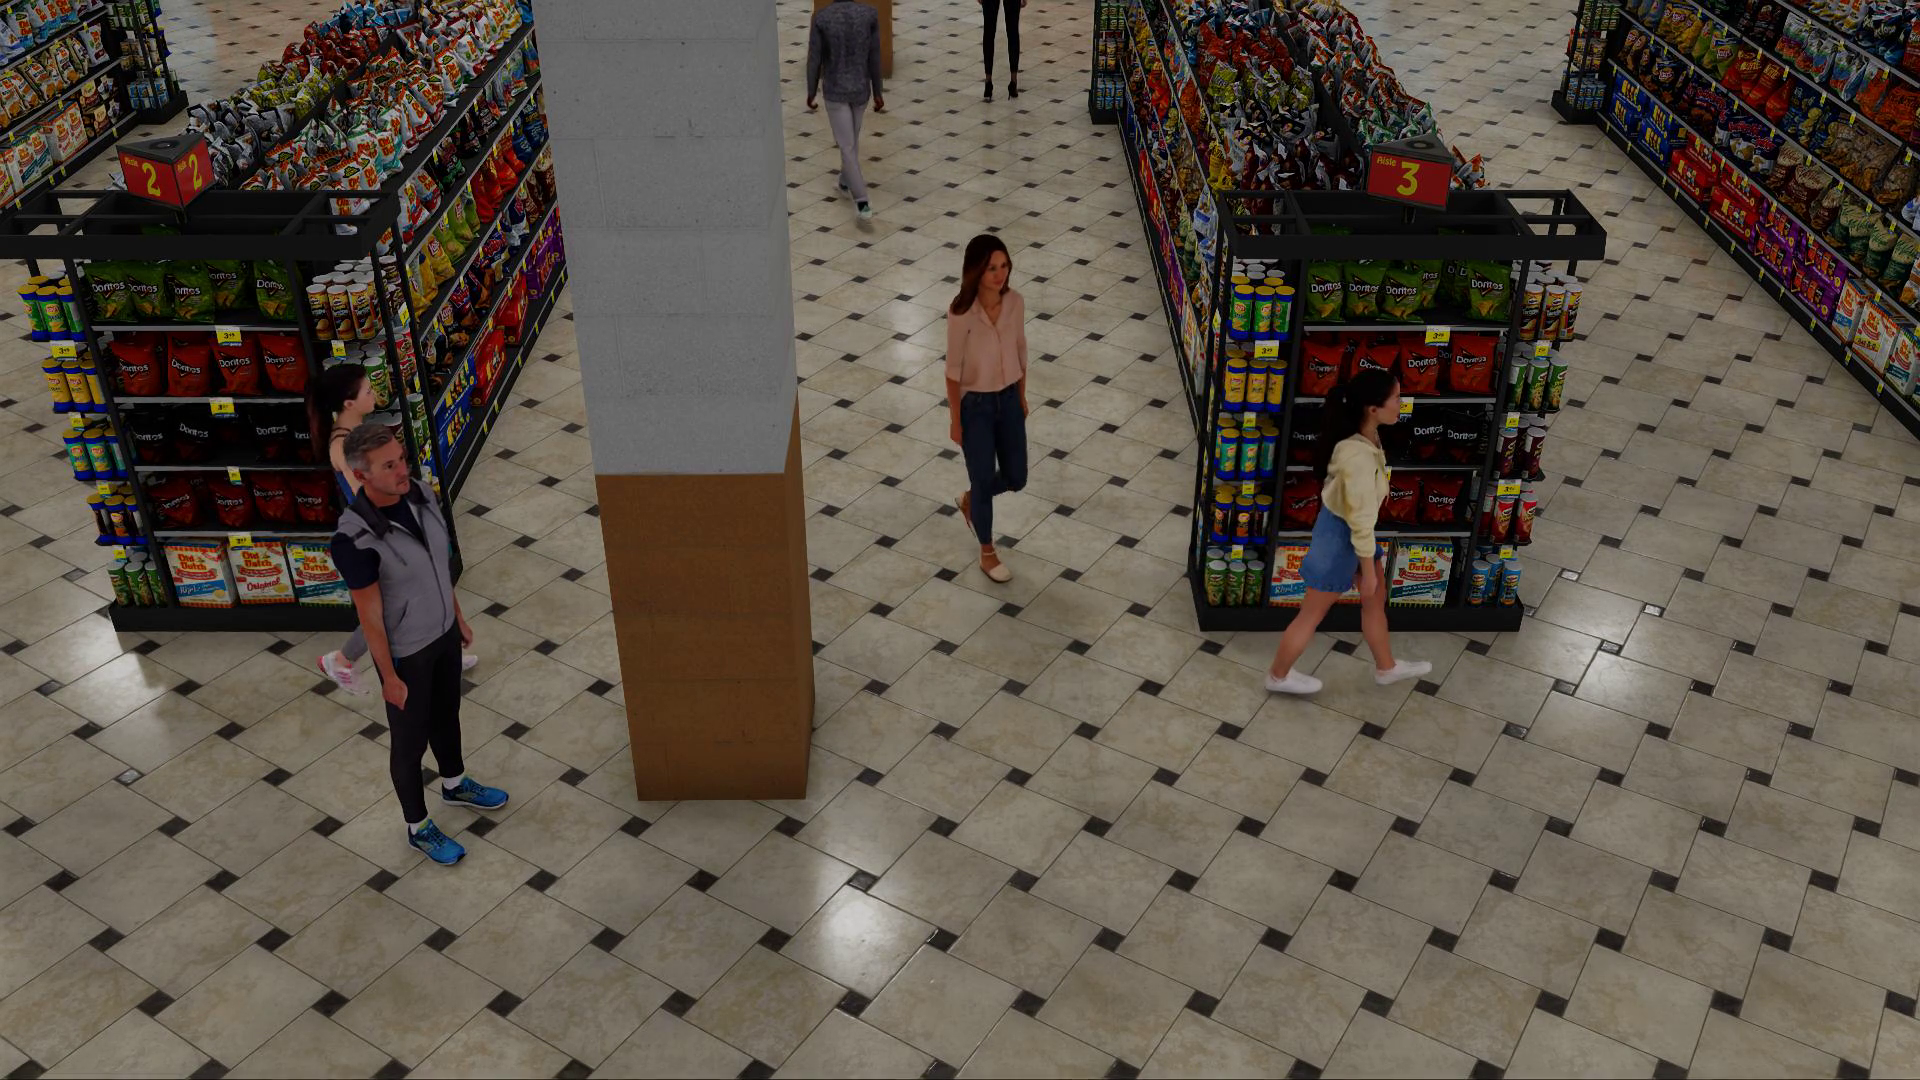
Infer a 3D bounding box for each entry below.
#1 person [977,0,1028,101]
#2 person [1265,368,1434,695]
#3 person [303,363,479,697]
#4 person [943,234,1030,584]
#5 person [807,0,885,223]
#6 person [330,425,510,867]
[{"bbox_3d":[0.363,-4.795,14.594,0.605,1.834,0.532,3,32,4],"label":"person"},{"bbox_3d":[1.546,0.013,7.086,0.798,1.602,0.937,4,32,6],"label":"person"},{"bbox_3d":[-2.532,0.003,7.108,0.758,1.596,0.881,-7,33,-12],"label":"person"},{"bbox_3d":[0.090,-0.657,7.990,0.806,1.786,0.892,-17,36,-26],"label":"person"},{"bbox_3d":[-0.798,-3.186,12.041,1.027,1.799,1.295,-13,34,-20],"label":"person"},{"bbox_3d":[-2.074,0.376,6.288,0.806,1.830,0.611,8,33,13],"label":"person"}]
